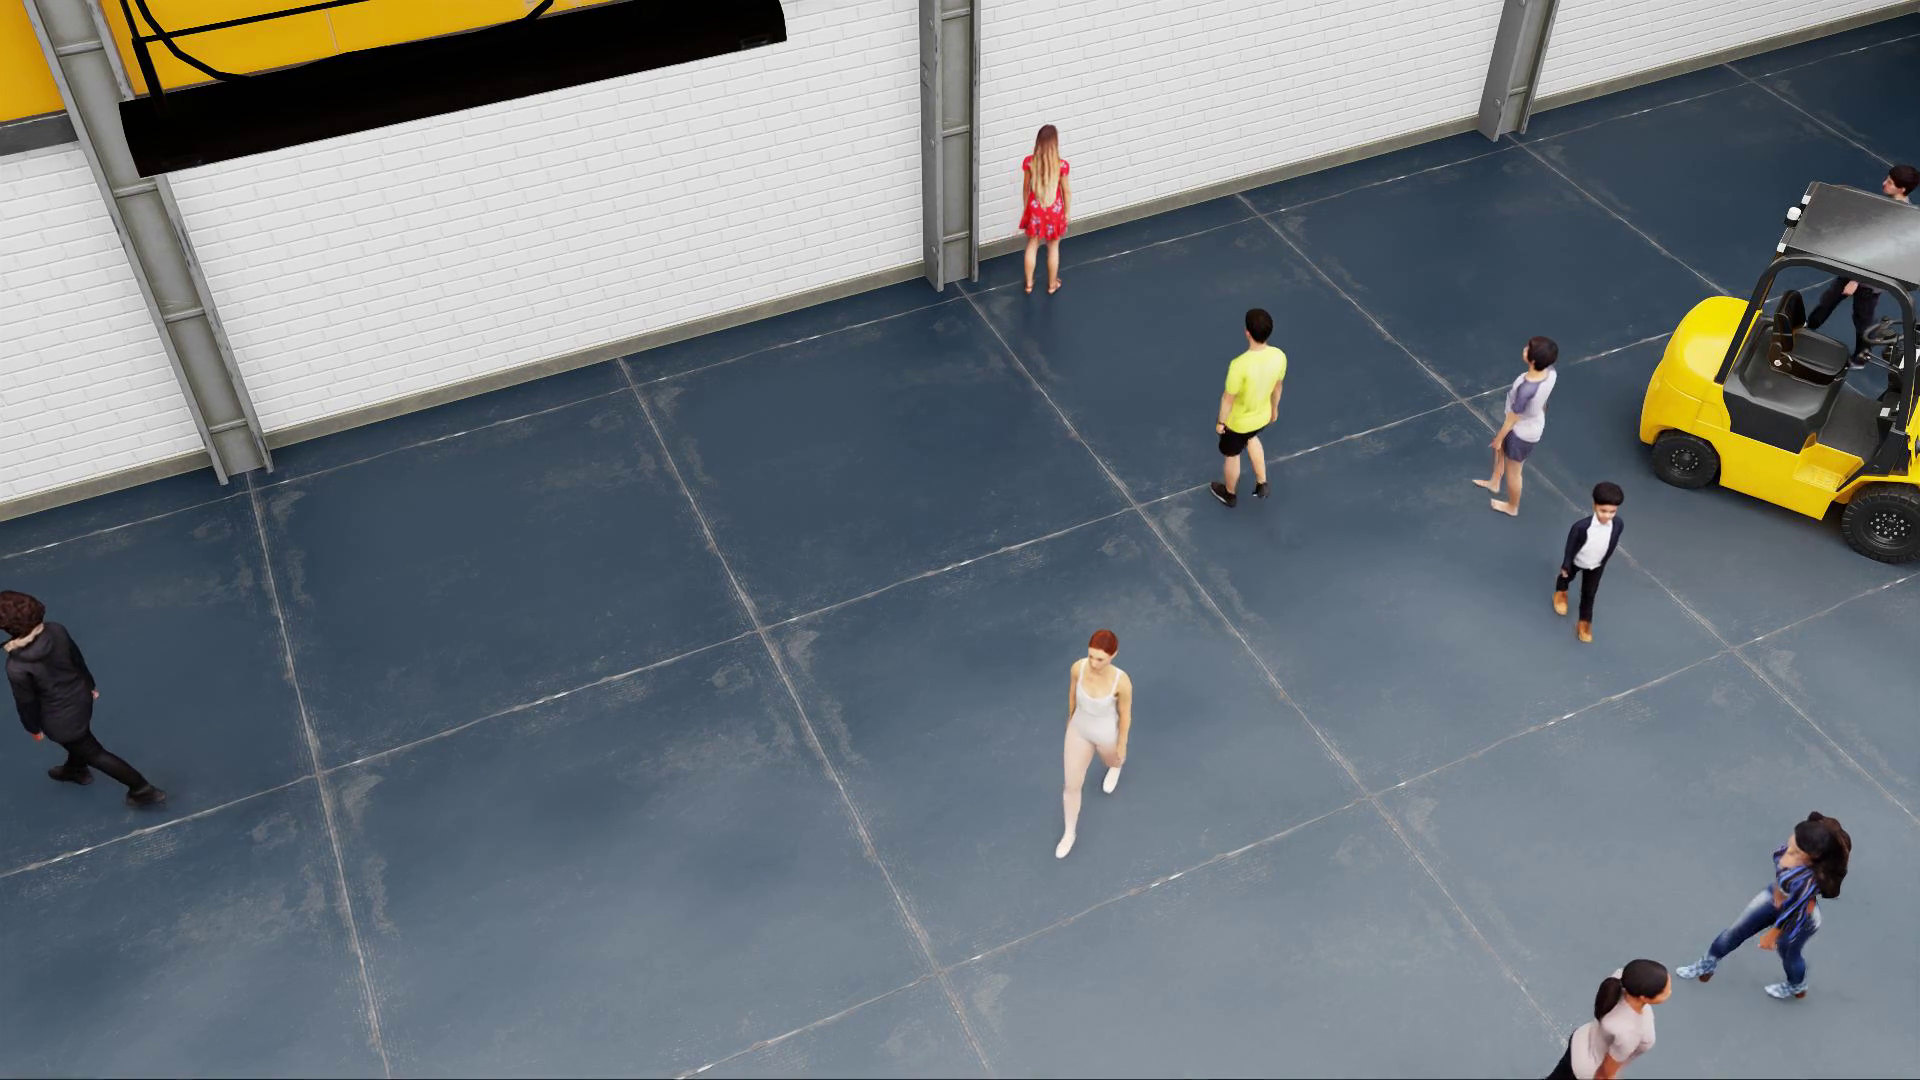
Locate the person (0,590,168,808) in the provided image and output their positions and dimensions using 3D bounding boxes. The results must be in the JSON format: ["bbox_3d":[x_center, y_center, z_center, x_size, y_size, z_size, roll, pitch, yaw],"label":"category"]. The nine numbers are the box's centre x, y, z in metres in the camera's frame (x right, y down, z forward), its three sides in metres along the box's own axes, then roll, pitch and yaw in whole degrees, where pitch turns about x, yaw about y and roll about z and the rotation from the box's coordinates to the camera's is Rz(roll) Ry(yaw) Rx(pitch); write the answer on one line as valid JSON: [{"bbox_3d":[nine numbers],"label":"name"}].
[{"bbox_3d":[-5.270,1.008,9.906,1.174,1.743,1.033,8,44,9],"label":"person"}]

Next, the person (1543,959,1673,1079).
[{"bbox_3d":[3.062,2.595,8.263,1.160,1.712,1.016,8,44,8],"label":"person"}]

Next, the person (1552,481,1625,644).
[{"bbox_3d":[4.240,0.060,11.294,0.802,1.202,0.786,3,44,3],"label":"person"}]

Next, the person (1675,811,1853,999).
[{"bbox_3d":[4.537,2.010,8.968,1.068,1.585,0.929,9,44,9],"label":"person"}]

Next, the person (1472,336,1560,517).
[{"bbox_3d":[4.097,-0.786,11.929,0.780,1.550,0.722,29,51,27],"label":"person"}]

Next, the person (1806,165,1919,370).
[{"bbox_3d":[7.279,-2.107,13.118,1.143,1.822,1.064,13,45,13],"label":"person"}]

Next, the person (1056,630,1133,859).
[{"bbox_3d":[0.852,1.100,9.910,0.986,1.604,1.081,17,46,17],"label":"person"}]

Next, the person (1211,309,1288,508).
[{"bbox_3d":[2.107,-0.875,11.915,0.683,1.698,0.712,-22,48,-21],"label":"person"}]

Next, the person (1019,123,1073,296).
[{"bbox_3d":[0.708,-2.761,13.971,0.664,1.593,0.737,10,45,11],"label":"person"}]
